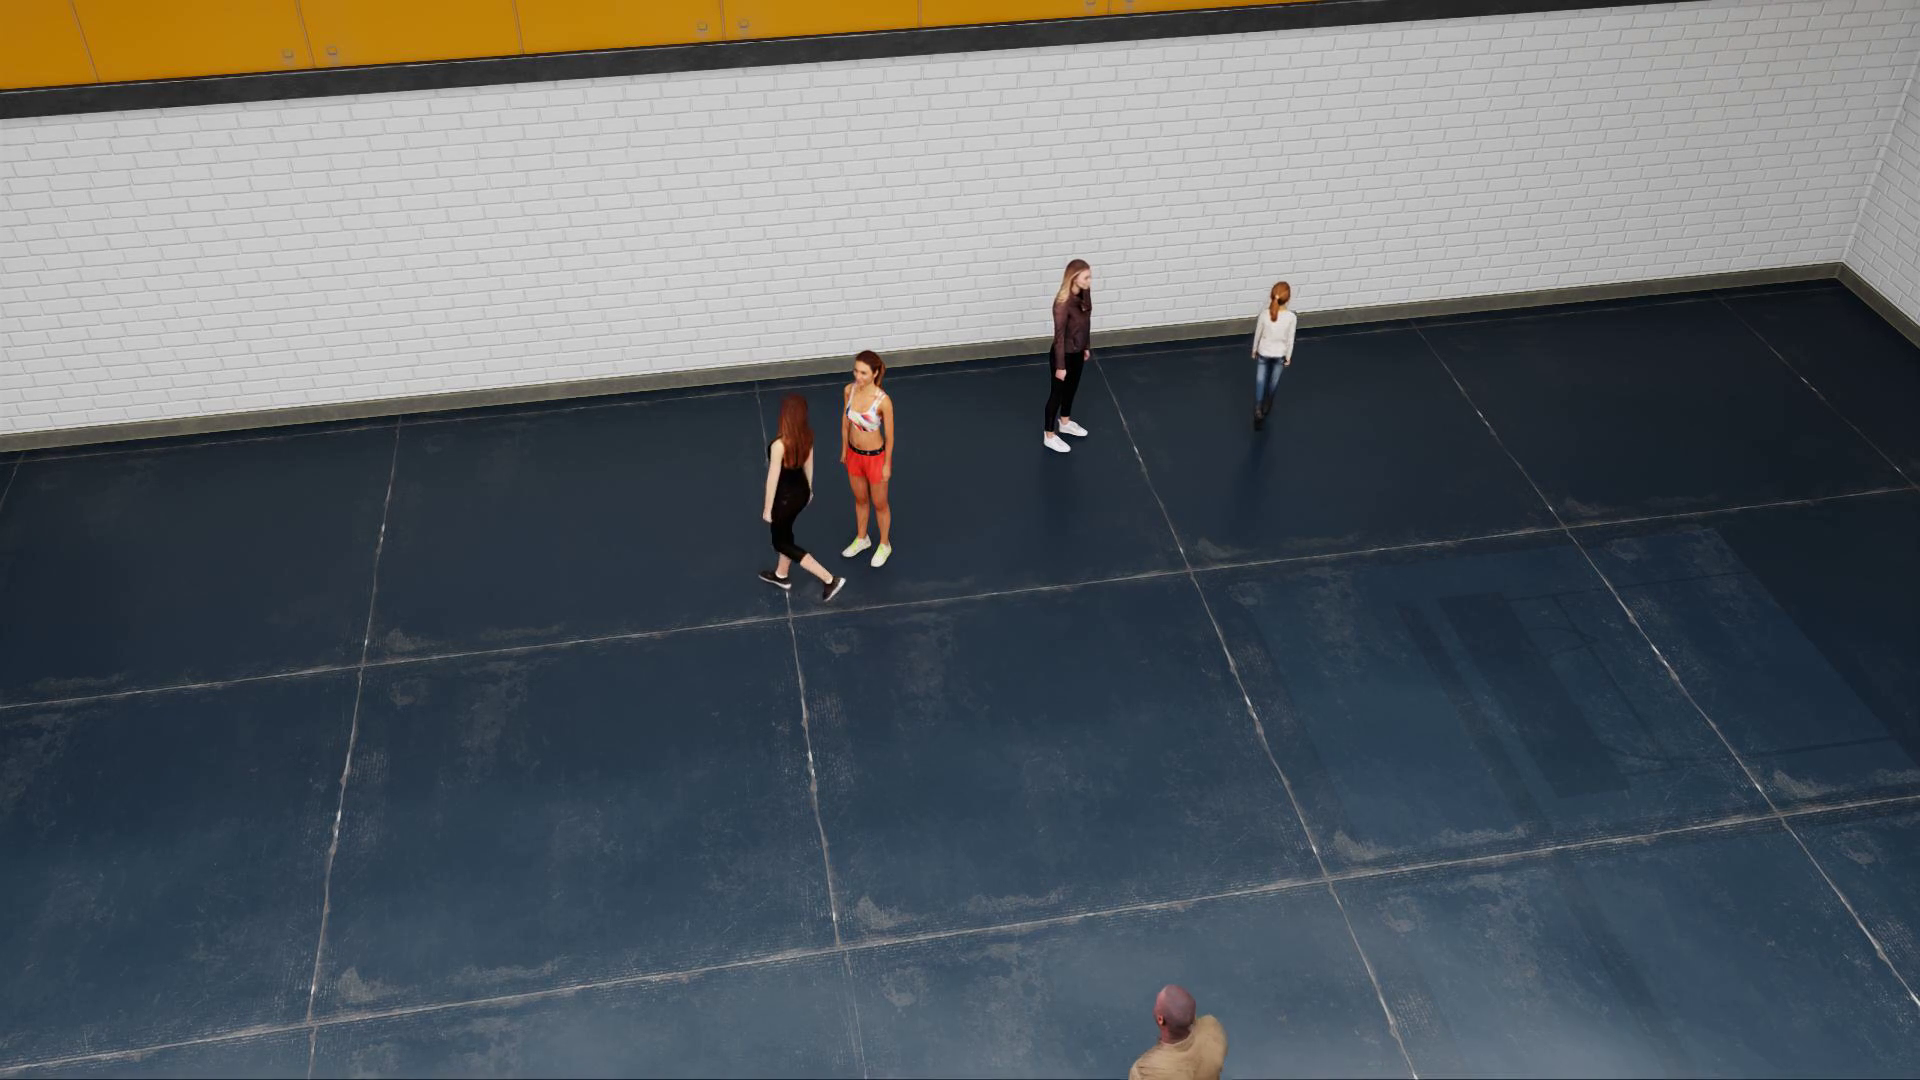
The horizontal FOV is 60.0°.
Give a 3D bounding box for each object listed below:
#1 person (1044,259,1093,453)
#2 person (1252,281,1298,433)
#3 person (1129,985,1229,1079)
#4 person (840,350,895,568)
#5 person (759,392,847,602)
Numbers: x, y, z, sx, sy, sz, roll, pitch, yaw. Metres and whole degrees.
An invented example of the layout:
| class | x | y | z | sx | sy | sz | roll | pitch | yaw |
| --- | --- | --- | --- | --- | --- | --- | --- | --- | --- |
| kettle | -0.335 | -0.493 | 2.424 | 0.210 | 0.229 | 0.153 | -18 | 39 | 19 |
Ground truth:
| class | x | y | z | sx | sy | sz | roll | pitch | yaw |
| --- | --- | --- | --- | --- | --- | --- | --- | --- | --- |
| person | 0.858 | -1.492 | 13.244 | 0.728 | 1.700 | 0.669 | 24 | 44 | 27 |
| person | 2.533 | -1.481 | 13.550 | 0.705 | 1.300 | 0.899 | 11 | 40 | 13 |
| person | 1.044 | 2.783 | 7.798 | 0.915 | 1.815 | 0.886 | -29 | 47 | -31 |
| person | -0.659 | -0.602 | 12.055 | 0.686 | 1.791 | 0.740 | 22 | 43 | 25 |
| person | -1.131 | -0.250 | 11.694 | 1.035 | 1.692 | 1.023 | 16 | 41 | 20 |
